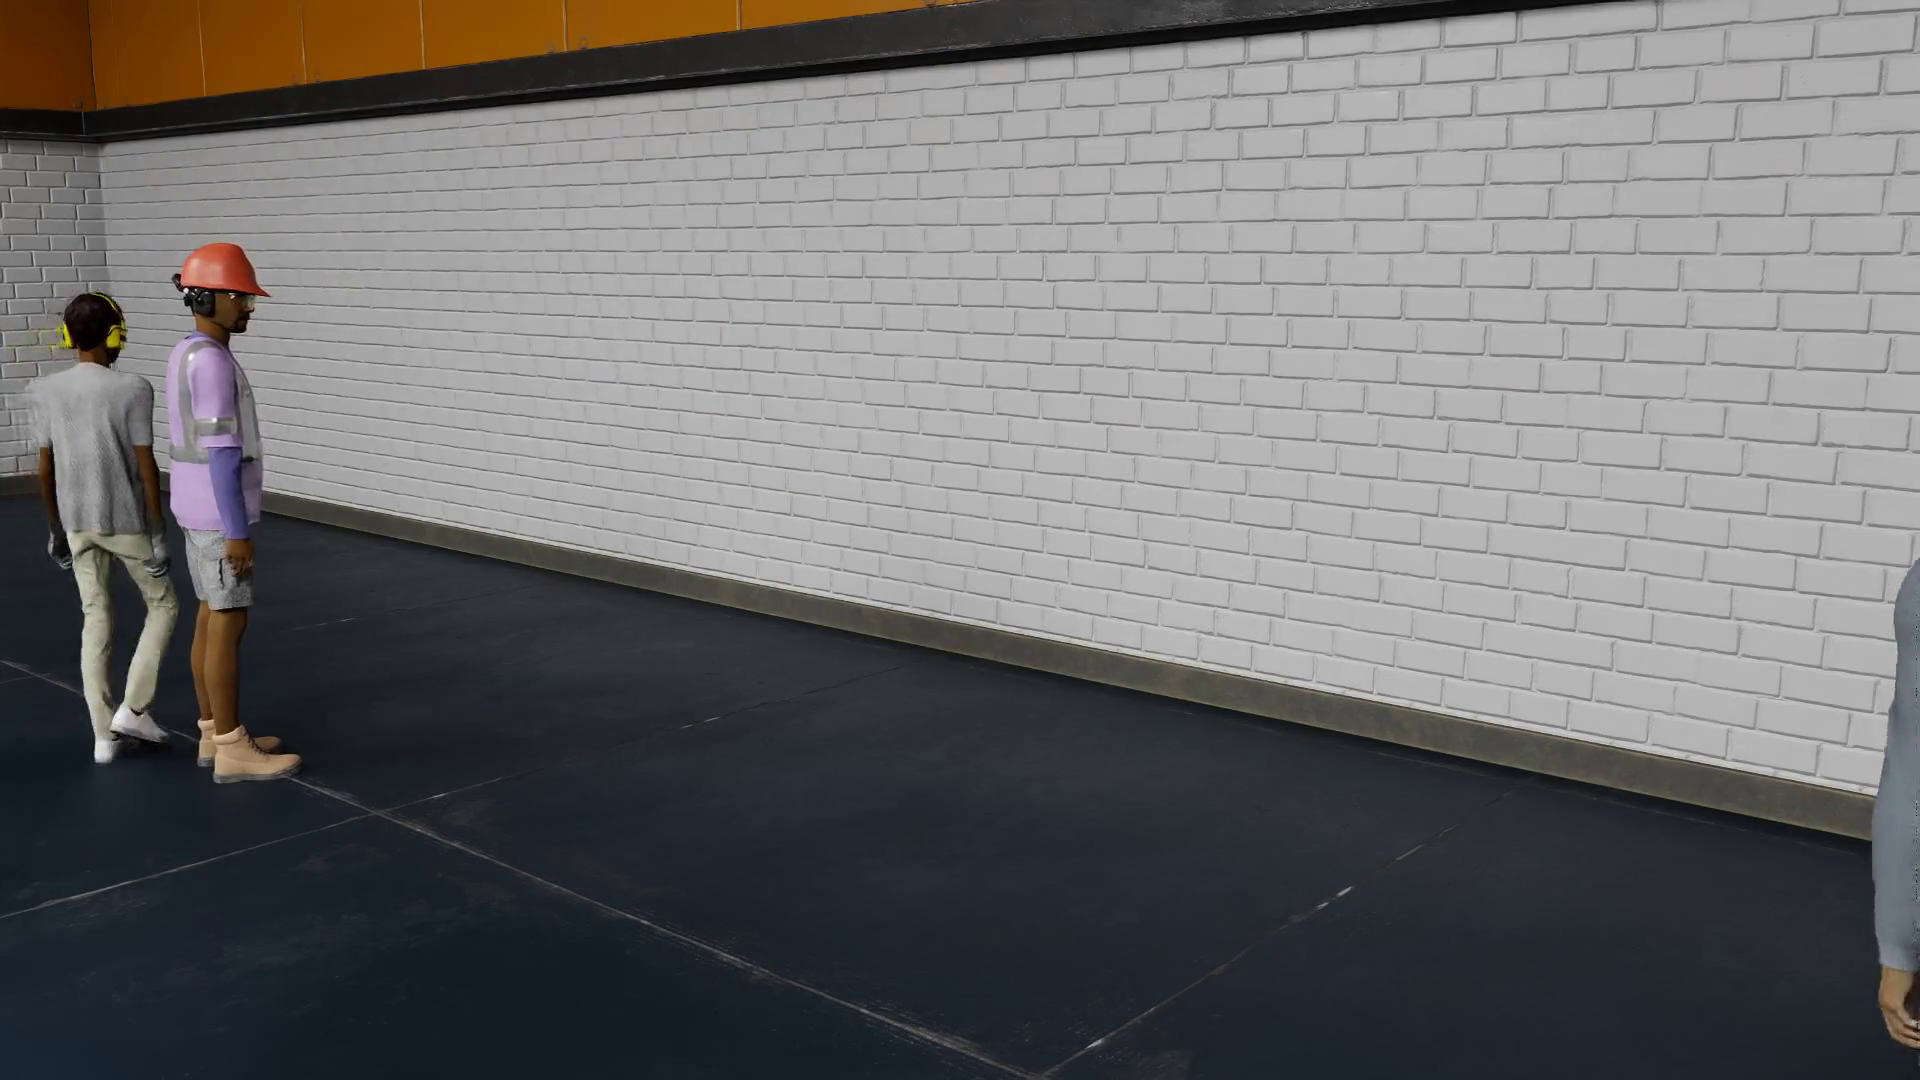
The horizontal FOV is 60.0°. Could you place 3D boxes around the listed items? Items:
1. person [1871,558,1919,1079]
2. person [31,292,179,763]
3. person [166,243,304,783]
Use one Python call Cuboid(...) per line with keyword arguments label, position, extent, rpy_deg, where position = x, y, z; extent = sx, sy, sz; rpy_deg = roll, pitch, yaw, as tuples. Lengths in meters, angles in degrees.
Cuboid(label="person", position=(1.706, 0.643, 2.465), extent=(0.640, 1.924, 0.560), rpy_deg=(4, 11, 22))
Cuboid(label="person", position=(-3.373, -0.041, 6.572), extent=(0.552, 1.847, 0.431), rpy_deg=(0, 10, 2))
Cuboid(label="person", position=(-2.799, -0.102, 6.365), extent=(0.394, 2.040, 0.609), rpy_deg=(-6, 12, -31))
